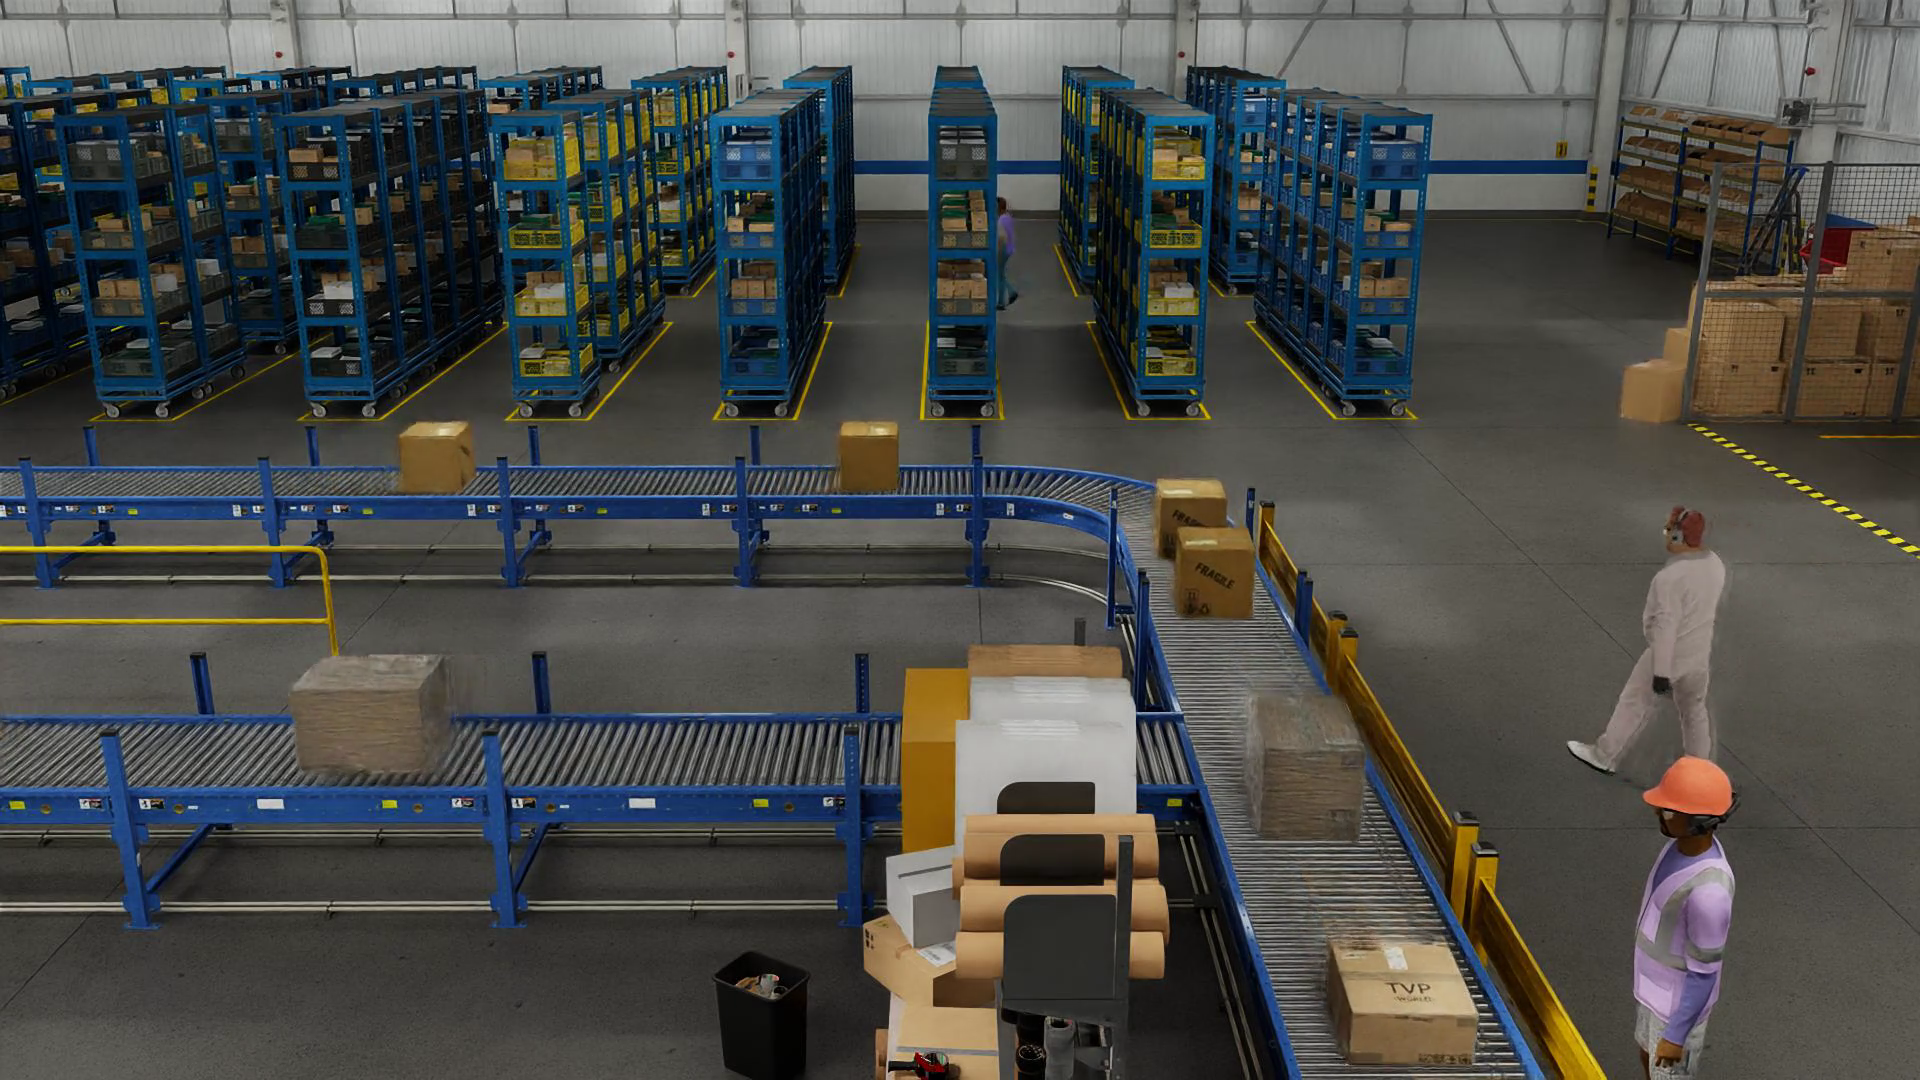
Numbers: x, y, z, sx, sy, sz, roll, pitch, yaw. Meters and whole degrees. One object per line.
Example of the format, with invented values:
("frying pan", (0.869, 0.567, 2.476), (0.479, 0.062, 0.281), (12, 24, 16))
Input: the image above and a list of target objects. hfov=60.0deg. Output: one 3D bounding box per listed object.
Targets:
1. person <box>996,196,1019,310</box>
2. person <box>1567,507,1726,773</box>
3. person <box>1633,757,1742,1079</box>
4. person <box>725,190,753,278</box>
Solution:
("person", (0.672, -4.639, 26.951), (0.435, 1.834, 0.588), (4, 18, 11))
("person", (4.421, 0.681, 10.530), (0.659, 1.859, 0.974), (-13, 22, -34))
("person", (2.855, 1.822, 6.726), (0.371, 2.044, 0.608), (3, 18, 10))
("person", (-3.748, -5.183, 28.633), (0.586, 1.835, 0.403), (-4, 18, -13))
